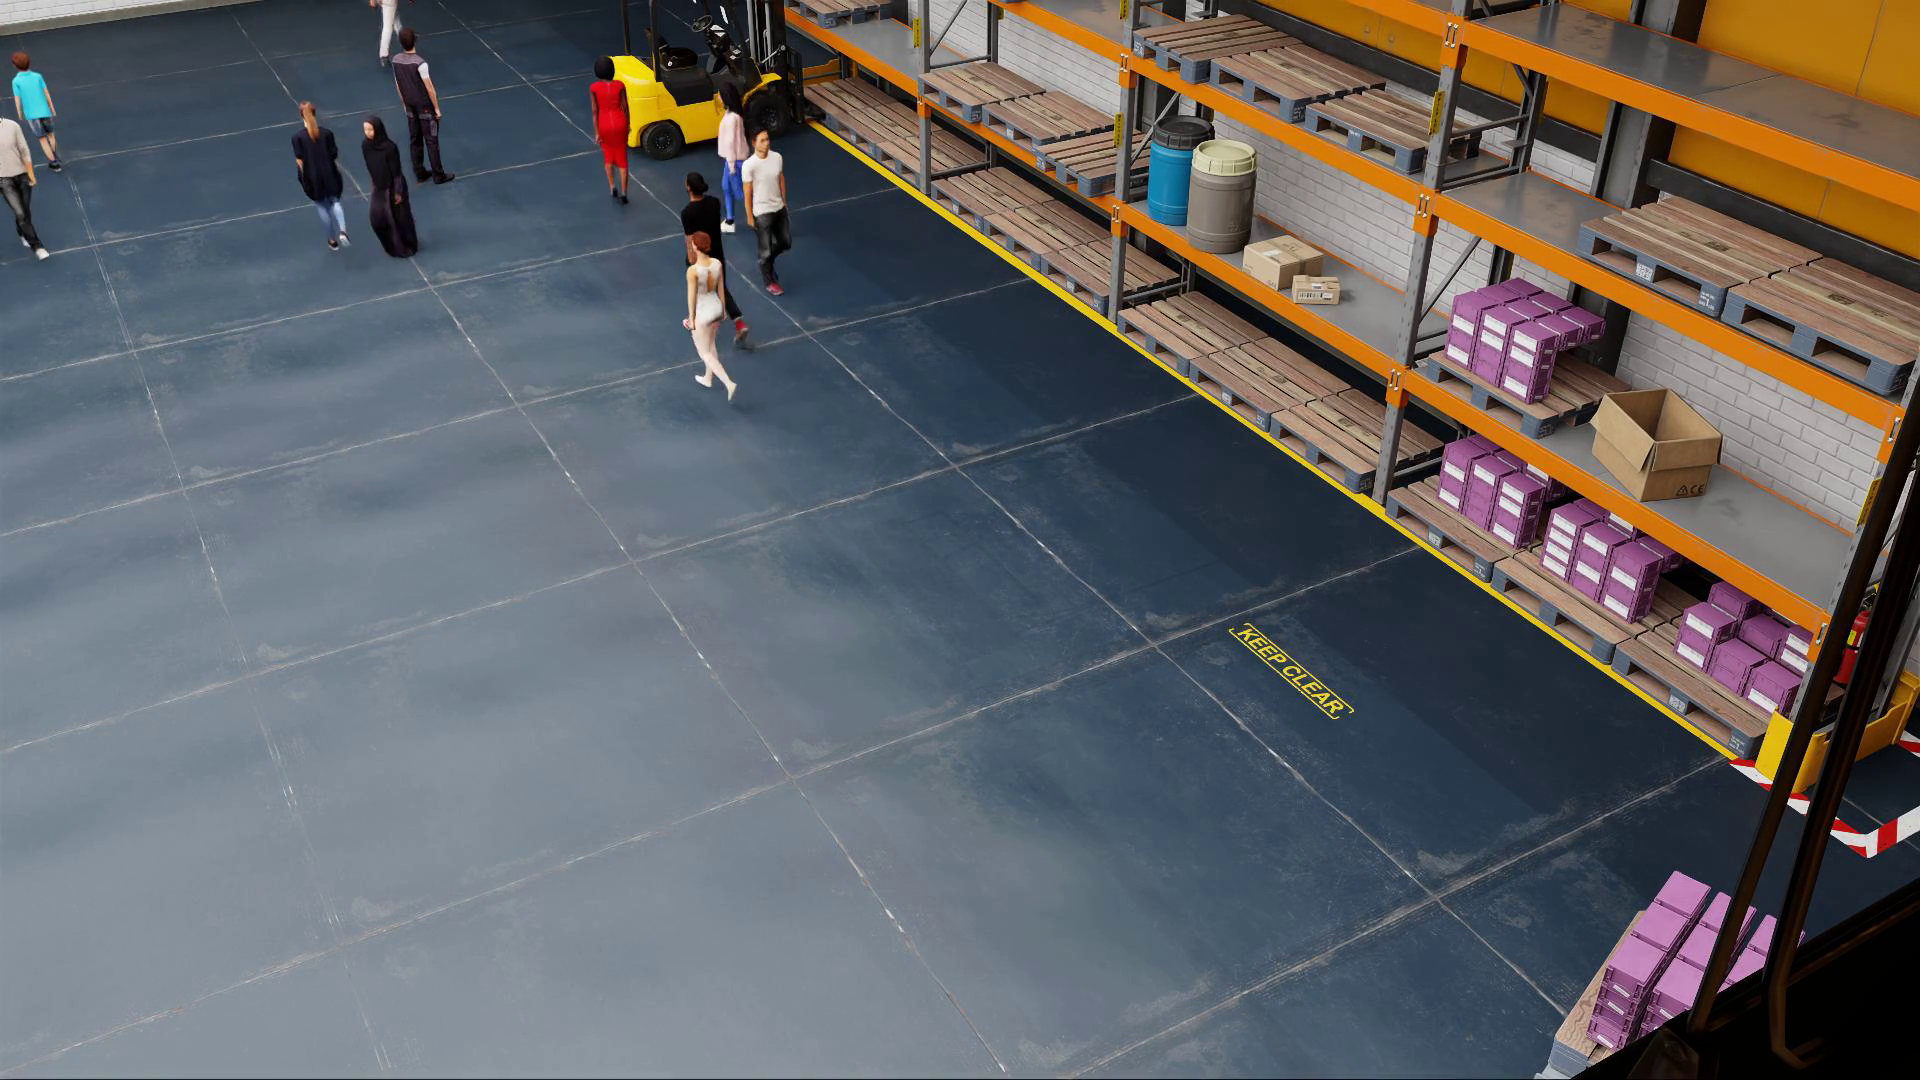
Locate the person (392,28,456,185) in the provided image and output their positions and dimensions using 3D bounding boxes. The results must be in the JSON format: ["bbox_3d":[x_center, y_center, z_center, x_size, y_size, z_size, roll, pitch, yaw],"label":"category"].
[{"bbox_3d":[-6.432,-5.159,19.779,0.721,1.848,0.807,12,35,18],"label":"person"}]

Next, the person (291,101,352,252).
[{"bbox_3d":[-6.912,-3.899,18.041,0.607,1.672,0.755,-18,38,-25],"label":"person"}]

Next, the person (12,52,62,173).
[{"bbox_3d":[-11.175,-5.185,20.191,0.866,1.434,0.685,27,42,34],"label":"person"}]

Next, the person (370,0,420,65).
[{"bbox_3d":[-8.194,-7.654,23.623,1.254,1.747,1.222,13,36,19],"label":"person"}]

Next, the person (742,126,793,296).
[{"bbox_3d":[-2.038,-3.439,17.238,0.730,1.796,0.780,-25,41,-32],"label":"person"}]

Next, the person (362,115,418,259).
[{"bbox_3d":[-6.157,-3.871,18.062,0.814,1.603,0.874,7,34,11],"label":"person"}]

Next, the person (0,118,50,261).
[{"bbox_3d":[-10.309,-3.967,18.063,0.781,1.763,1.159,-23,40,-31],"label":"person"}]

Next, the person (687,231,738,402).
[{"bbox_3d":[-2.280,-2.042,15.291,1.000,1.623,0.727,27,42,35],"label":"person"}]

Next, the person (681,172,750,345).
[{"bbox_3d":[-2.421,-2.723,16.218,0.802,1.732,1.185,-28,42,-35],"label":"person"}]

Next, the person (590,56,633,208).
[{"bbox_3d":[-3.993,-4.690,19.177,0.707,1.734,0.826,-6,34,-9],"label":"person"}]
